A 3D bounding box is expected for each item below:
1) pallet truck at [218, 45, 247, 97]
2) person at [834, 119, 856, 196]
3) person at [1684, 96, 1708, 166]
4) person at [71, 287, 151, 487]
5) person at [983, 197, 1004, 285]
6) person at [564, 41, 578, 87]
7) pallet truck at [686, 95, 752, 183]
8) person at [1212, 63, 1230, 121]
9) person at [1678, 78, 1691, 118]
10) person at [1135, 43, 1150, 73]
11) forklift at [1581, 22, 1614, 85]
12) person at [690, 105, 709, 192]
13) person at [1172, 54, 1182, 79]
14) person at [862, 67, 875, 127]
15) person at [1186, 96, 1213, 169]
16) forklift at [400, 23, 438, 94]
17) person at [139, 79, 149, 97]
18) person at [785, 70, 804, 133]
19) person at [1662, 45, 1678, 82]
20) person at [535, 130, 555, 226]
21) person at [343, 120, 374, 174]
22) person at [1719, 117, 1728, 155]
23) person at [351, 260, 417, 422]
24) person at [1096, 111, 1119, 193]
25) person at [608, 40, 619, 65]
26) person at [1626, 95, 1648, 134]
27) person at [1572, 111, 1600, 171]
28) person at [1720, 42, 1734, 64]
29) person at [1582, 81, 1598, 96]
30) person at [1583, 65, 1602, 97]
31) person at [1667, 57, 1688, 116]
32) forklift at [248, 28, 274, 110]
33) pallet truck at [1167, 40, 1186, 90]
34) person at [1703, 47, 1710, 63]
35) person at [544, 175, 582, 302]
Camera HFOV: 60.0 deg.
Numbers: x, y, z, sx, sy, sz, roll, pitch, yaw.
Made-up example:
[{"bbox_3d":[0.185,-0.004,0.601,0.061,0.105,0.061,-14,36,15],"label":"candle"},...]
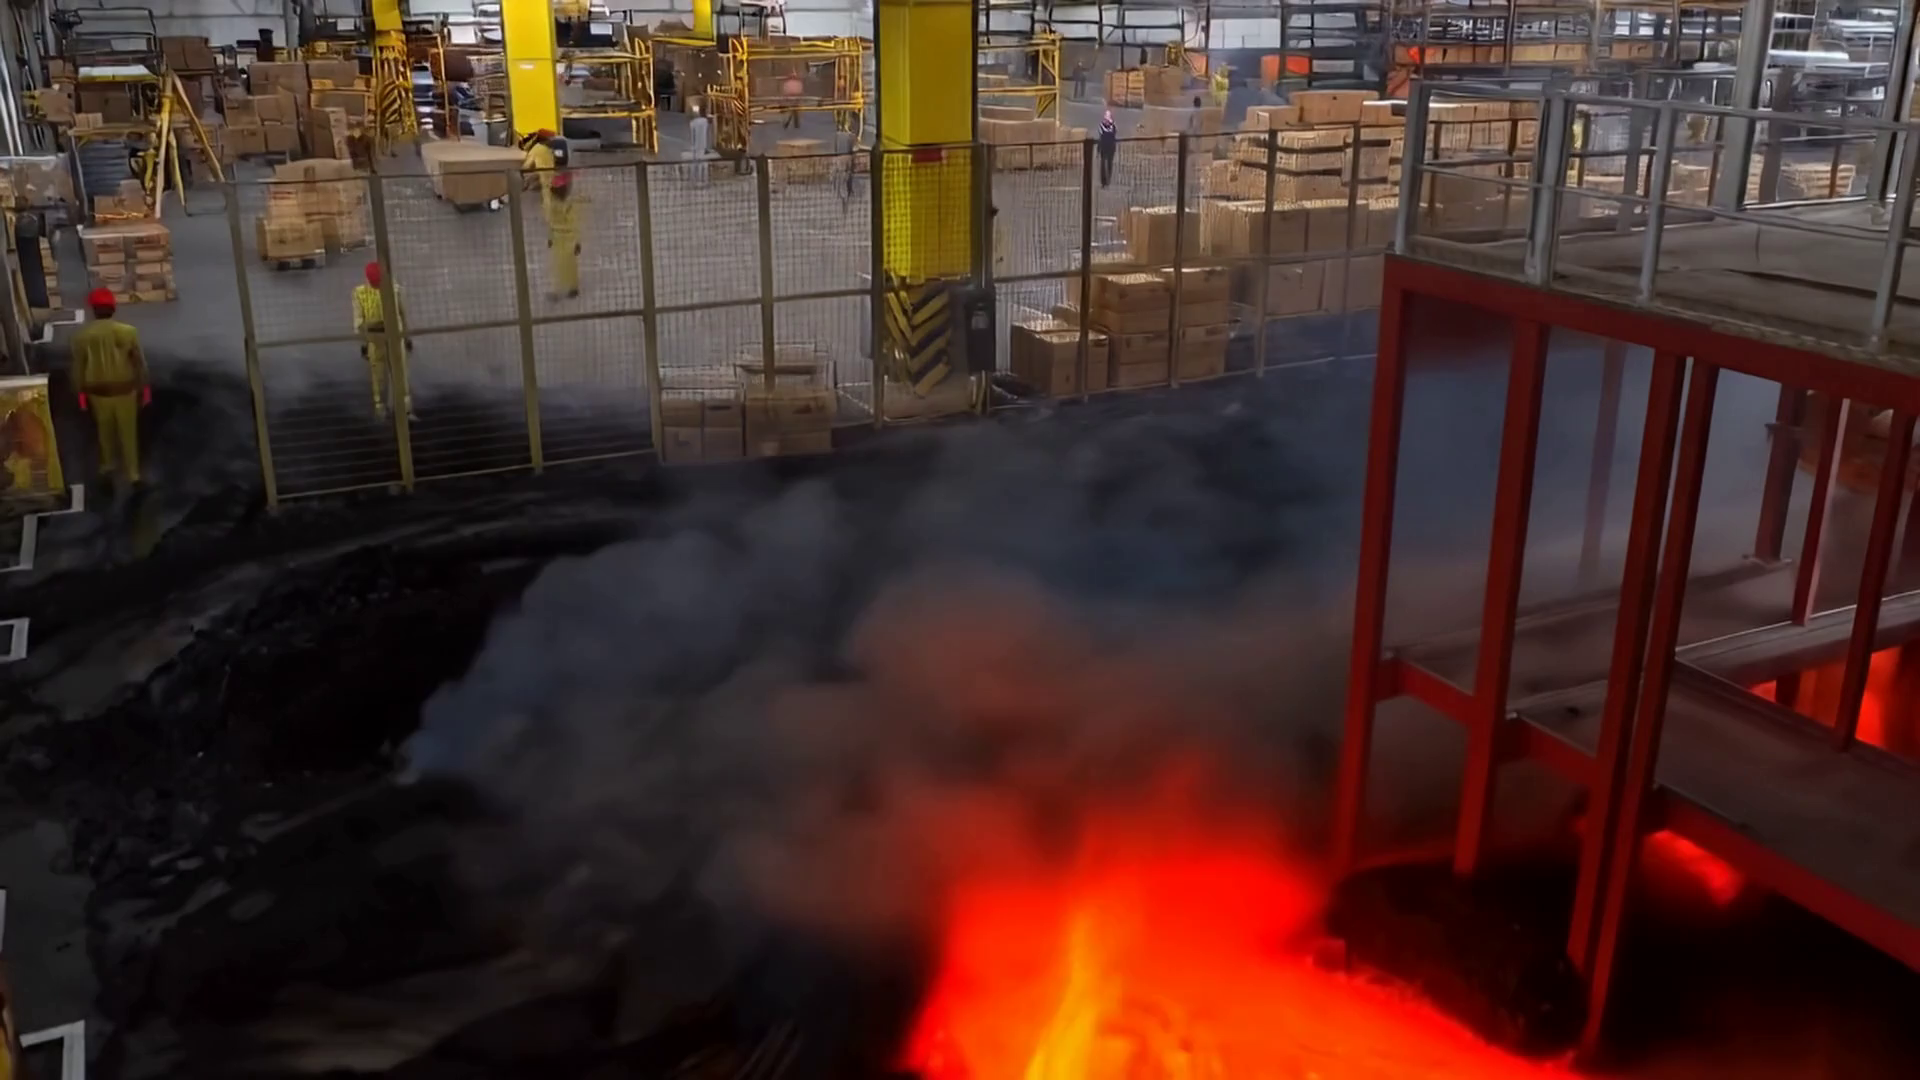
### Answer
[{"bbox_3d":[-28.879,-18.665,66.111,0.823,1.965,1.885,-3,19,-9],"label":"pallet truck"},{"bbox_3d":[-2.584,-8.611,37.434,0.535,1.692,0.321,6,20,18],"label":"person"},{"bbox_3d":[18.551,-10.190,41.781,0.514,1.848,0.711,-3,19,-9],"label":"person"},{"bbox_3d":[-8.338,-1.511,16.411,0.659,1.972,0.485,-5,20,-15],"label":"person"},{"bbox_3d":[0.431,-4.300,24.890,0.488,1.718,0.699,6,20,16],"label":"person"},{"bbox_3d":[-16.601,-20.352,71.135,0.561,1.902,0.795,17,25,41],"label":"person"},{"bbox_3d":[-5.836,-9.608,39.856,0.823,1.965,1.885,10,22,27],"label":"pallet truck"},{"bbox_3d":[8.749,-15.031,55.758,0.597,1.887,0.910,-1,19,-3],"label":"person"},{"bbox_3d":[24.405,-14.926,55.869,0.824,1.599,0.498,-11,22,-28],"label":"person"},{"bbox_3d":[7.880,-20.536,71.829,0.637,1.820,0.773,2,19,6],"label":"person"},{"bbox_3d":[25.251,-19.306,66.634,1.873,2.768,1.129,-9,21,-25],"label":"forklift"},{"bbox_3d":[-5.971,-8.943,38.017,0.373,1.940,0.629,7,20,21],"label":"person"},{"bbox_3d":[8.545,-18.307,65.614,0.513,1.640,0.309,-16,25,-39],"label":"person"},{"bbox_3d":[-2.912,-14.257,53.523,0.567,1.878,0.350,17,25,40],"label":"person"},{"bbox_3d":[6.055,-10.388,42.416,0.988,1.798,0.513,8,21,22],"label":"person"},{"bbox_3d":[-22.112,-19.218,66.378,1.129,2.768,1.873,13,23,33],"label":"forklift"},{"bbox_3d":[-25.140,-13.425,51.477,0.514,1.634,0.313,9,21,24],"label":"person"},{"bbox_3d":[-5.090,-13.547,51.402,0.595,1.912,0.439,9,21,24],"label":"person"},{"bbox_3d":[31.393,-21.195,73.418,0.606,2.026,0.618,-8,21,-23],"label":"person"},{"bbox_3d":[-8.192,-7.221,33.135,0.377,1.877,0.753,4,20,12],"label":"person"},{"bbox_3d":[-12.567,-7.830,34.821,0.574,1.913,0.547,0,19,0],"label":"person"},{"bbox_3d":[16.173,-7.960,35.168,0.356,1.937,0.552,9,21,26],"label":"person"},{"bbox_3d":[-6.485,-2.249,18.780,0.635,1.833,0.429,-15,24,-37],"label":"person"},{"bbox_3d":[3.356,-8.881,38.011,0.517,1.829,0.747,0,19,1],"label":"person"},{"bbox_3d":[-15.159,-20.826,72.509,0.865,1.900,0.694,-7,20,-19],"label":"person"},{"bbox_3d":[19.372,-12.153,47.611,0.556,1.747,0.599,4,19,10],"label":"person"},{"bbox_3d":[13.994,-8.657,37.303,0.584,1.865,1.005,7,20,19],"label":"person"},{"bbox_3d":[33.232,-20.678,72.188,1.033,1.852,0.649,-8,21,-22],"label":"person"},{"bbox_3d":[18.068,-12.295,47.757,0.381,1.936,0.546,-10,21,-26],"label":"person"},{"bbox_3d":[19.816,-13.872,52.150,0.536,2.000,0.672,2,19,6],"label":"person"},{"bbox_3d":[24.444,-15.425,56.721,0.609,1.995,0.378,6,20,16],"label":"person"},{"bbox_3d":[-24.786,-16.938,59.770,1.873,2.768,1.129,-9,21,-25],"label":"forklift"},{"bbox_3d":[9.045,-19.971,69.895,0.823,1.965,1.885,-3,19,-8],"label":"pallet truck"},{"bbox_3d":[32.442,-20.619,72.336,0.404,1.609,0.586,12,22,30],"label":"person"},{"bbox_3d":[-6.101,-4.587,25.420,0.644,1.909,0.909,3,19,9],"label":"person"}]
